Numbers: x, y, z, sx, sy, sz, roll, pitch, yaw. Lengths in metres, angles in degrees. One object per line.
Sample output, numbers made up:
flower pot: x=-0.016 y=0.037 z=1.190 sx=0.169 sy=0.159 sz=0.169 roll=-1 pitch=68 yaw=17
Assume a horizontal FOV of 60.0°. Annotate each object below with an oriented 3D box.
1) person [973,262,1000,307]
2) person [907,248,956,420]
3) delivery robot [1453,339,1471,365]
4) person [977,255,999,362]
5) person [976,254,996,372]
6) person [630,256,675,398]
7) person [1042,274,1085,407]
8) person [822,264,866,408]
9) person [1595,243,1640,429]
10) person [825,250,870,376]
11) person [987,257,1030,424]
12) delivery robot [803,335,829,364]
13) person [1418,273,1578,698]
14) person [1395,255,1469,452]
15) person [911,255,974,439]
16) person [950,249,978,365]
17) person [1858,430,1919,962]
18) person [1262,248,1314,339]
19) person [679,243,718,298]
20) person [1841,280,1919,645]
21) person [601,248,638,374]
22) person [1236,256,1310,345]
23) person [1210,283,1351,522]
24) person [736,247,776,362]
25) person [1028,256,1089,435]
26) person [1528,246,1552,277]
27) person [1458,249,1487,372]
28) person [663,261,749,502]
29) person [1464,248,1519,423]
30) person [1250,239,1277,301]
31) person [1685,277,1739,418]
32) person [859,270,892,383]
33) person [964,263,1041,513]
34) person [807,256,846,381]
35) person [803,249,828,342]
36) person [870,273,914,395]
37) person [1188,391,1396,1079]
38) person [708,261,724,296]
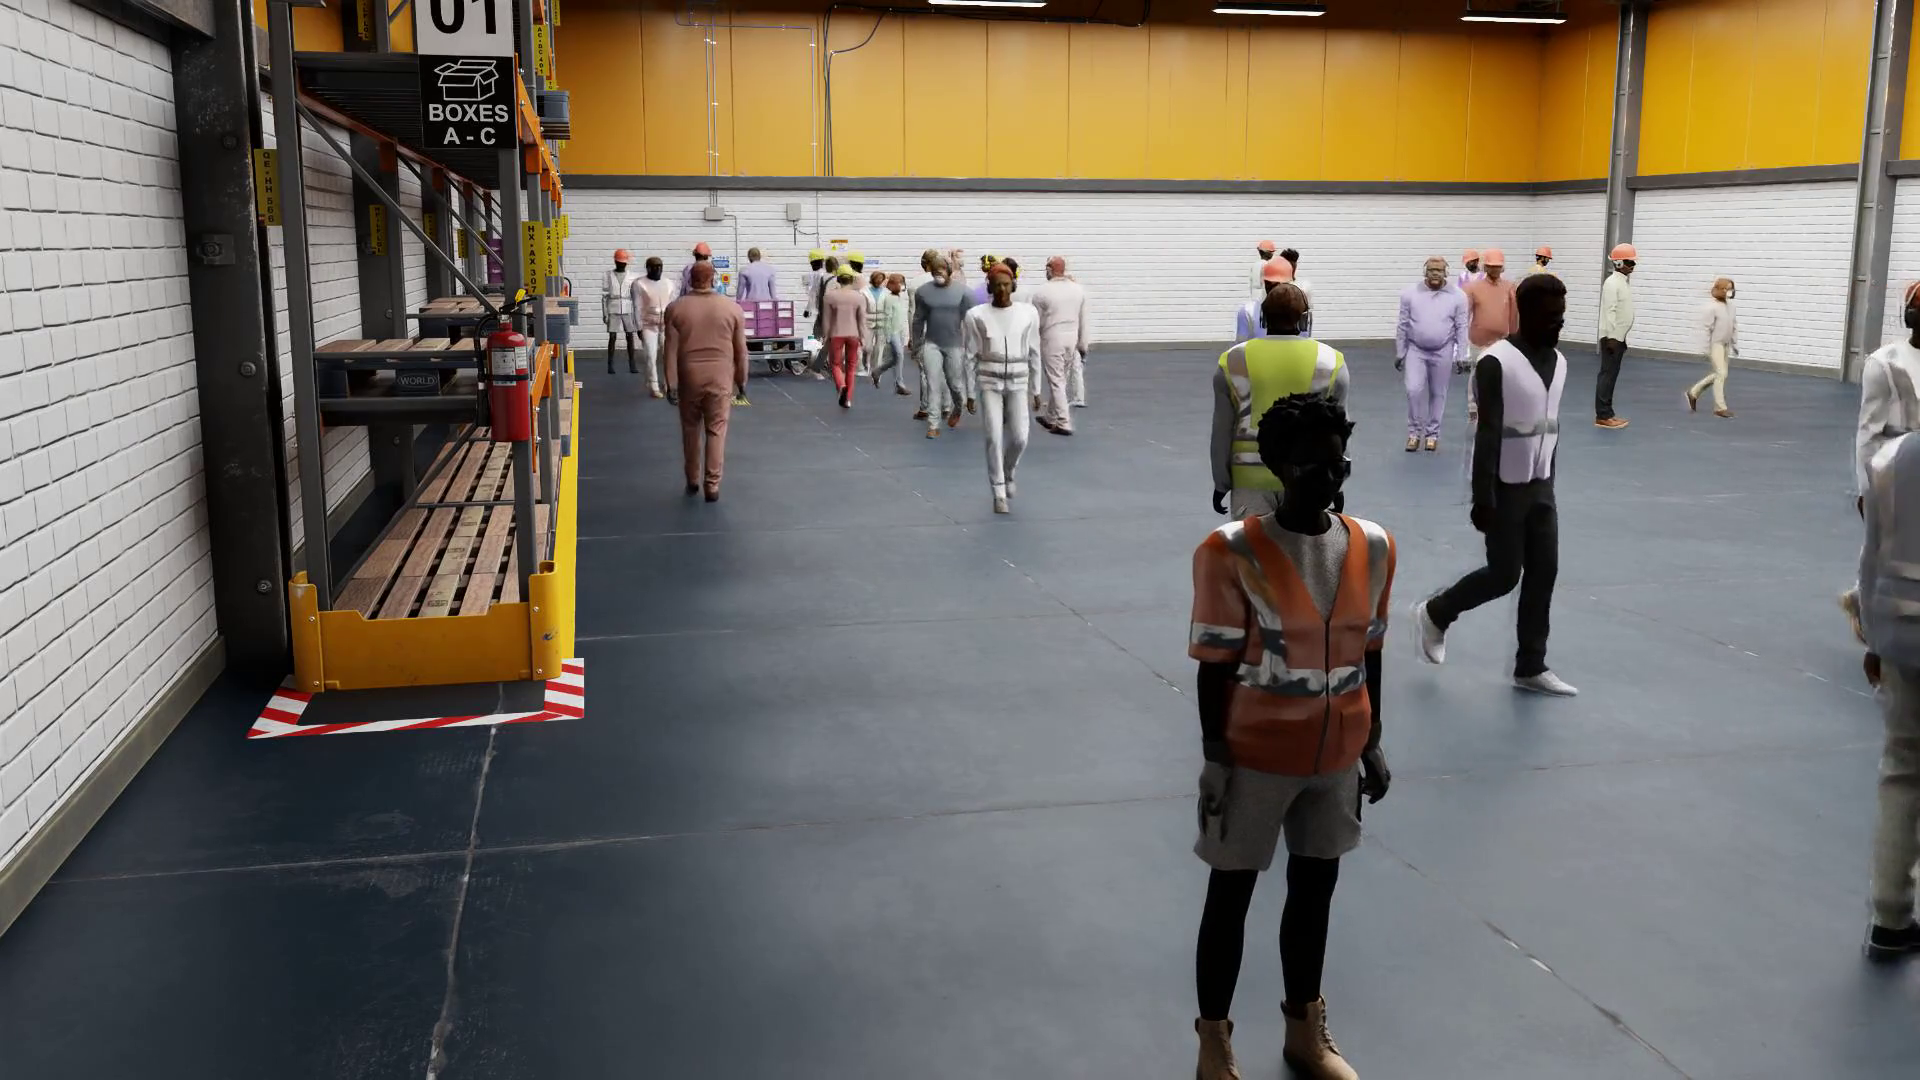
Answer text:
person: x=0.415 y=-2.307 z=19.201 sx=0.562 sy=1.778 sz=1.013 roll=-1 pitch=10 yaw=-6
person: x=-0.316 y=-2.323 z=18.863 sx=0.630 sy=1.940 sz=0.373 roll=-5 pitch=11 yaw=-26
delivery robot: x=7.822 y=-2.899 z=25.627 sx=0.707 sy=0.478 sz=0.477 roll=1 pitch=10 yaw=4
person: x=0.497 y=-3.879 z=27.905 sx=0.930 sy=1.778 sz=0.623 roll=-4 pitch=11 yaw=-22
person: x=0.611 y=-3.444 z=25.404 sx=0.835 sy=1.830 sz=0.578 roll=1 pitch=10 yaw=6
person: x=-3.929 y=-2.740 z=21.487 sx=0.625 sy=1.827 sz=0.445 roll=-6 pitch=12 yaw=-31
person: x=1.263 y=-2.423 z=20.309 sx=0.614 sy=1.620 sz=0.530 roll=6 pitch=12 yaw=30
person: x=-1.390 y=-2.448 z=20.052 sx=0.536 sy=1.751 sz=0.577 roll=-2 pitch=10 yaw=-12
person: x=7.148 y=-2.216 z=18.110 sx=0.379 sy=1.996 sz=0.609 roll=6 pitch=12 yaw=31
person: x=-1.645 y=-3.344 z=24.673 sx=0.885 sy=1.891 sz=0.611 roll=-8 pitch=13 yaw=-38
person: x=0.515 y=-2.197 z=18.419 sx=0.511 sy=1.856 sz=0.374 roll=-3 pitch=11 yaw=-14
delivery robot: x=-2.313 y=-2.944 z=25.878 sx=0.707 sy=0.478 sz=0.477 roll=-5 pitch=11 yaw=-27
person: x=2.476 y=-0.259 z=7.531 sx=0.600 sy=1.892 sz=0.690 roll=-8 pitch=13 yaw=-37
person: x=4.519 y=-1.776 z=15.961 sx=0.680 sy=1.883 sz=0.688 roll=3 pitch=11 yaw=17
person: x=-0.149 y=-2.023 z=17.352 sx=0.687 sy=1.889 sz=0.869 roll=2 pitch=10 yaw=11
person: x=0.055 y=-3.776 z=27.046 sx=0.785 sy=1.881 sz=0.673 roll=3 pitch=11 yaw=18
person: x=2.796 y=0.308 z=4.694 sx=0.504 sy=1.788 sz=0.615 roll=-6 pitch=12 yaw=-29
person: x=3.775 y=-2.391 z=19.224 sx=0.606 sy=1.951 sz=0.532 roll=1 pitch=10 yaw=4
person: x=-4.047 y=-3.660 z=26.142 sx=0.630 sy=1.978 sz=1.060 roll=6 pitch=12 yaw=31
person: x=4.419 y=-0.288 z=7.782 sx=0.591 sy=1.865 sz=0.597 roll=-2 pitch=10 yaw=-12
person: x=-5.177 y=-3.490 z=25.407 sx=0.569 sy=1.911 sz=0.422 roll=-3 pitch=11 yaw=-18
person: x=2.336 y=-1.164 z=12.488 sx=0.563 sy=1.918 sz=0.466 roll=3 pitch=11 yaw=15
person: x=1.477 y=-0.260 z=7.705 sx=0.634 sy=1.839 sz=0.429 roll=2 pitch=10 yaw=11
person: x=-3.444 y=-3.960 z=27.974 sx=0.636 sy=1.914 sz=0.542 roll=-7 pitch=12 yaw=-33
person: x=0.973 y=-2.063 z=17.640 sx=0.663 sy=1.862 sz=0.893 roll=-7 pitch=12 yaw=-32
person: x=9.746 y=-3.966 z=27.993 sx=0.368 sy=1.929 sz=0.542 roll=-1 pitch=10 yaw=-4
person: x=7.957 y=-3.536 z=25.717 sx=0.886 sy=1.880 sz=0.562 roll=-10 pitch=14 yaw=-43
person: x=-2.015 y=-1.274 z=13.237 sx=0.665 sy=1.860 sz=0.953 roll=-2 pitch=10 yaw=-9
person: x=5.795 y=-2.209 z=18.225 sx=0.661 sy=1.932 sz=1.049 roll=1 pitch=10 yaw=7
person: x=5.100 y=-4.003 z=27.882 sx=0.391 sy=2.040 sz=0.615 roll=-4 pitch=11 yaw=-20
person: x=8.754 y=-2.239 z=19.280 sx=0.502 sy=1.612 sz=0.682 roll=-7 pitch=12 yaw=-34
person: x=-1.225 y=-3.082 z=23.962 sx=0.525 sy=1.617 sz=0.504 roll=-1 pitch=10 yaw=-7
person: x=0.314 y=-1.149 z=12.554 sx=0.596 sy=1.866 sz=0.552 roll=-1 pitch=10 yaw=-7
person: x=-1.920 y=-3.202 z=24.135 sx=0.634 sy=1.797 sz=0.777 roll=10 pitch=14 yaw=44
person: x=-2.327 y=-3.774 z=27.045 sx=0.923 sy=1.878 sz=0.581 roll=2 pitch=10 yaw=10
person: x=-0.910 y=-2.721 z=21.986 sx=0.646 sy=1.612 sz=0.504 roll=5 pitch=11 yaw=25
person: x=0.775 y=0.497 z=3.902 sx=0.535 sy=1.697 sz=0.322 roll=-4 pitch=11 yaw=-19
person: x=-4.199 y=-3.766 z=27.555 sx=0.547 sy=1.676 sz=0.680 roll=-3 pitch=11 yaw=-17
